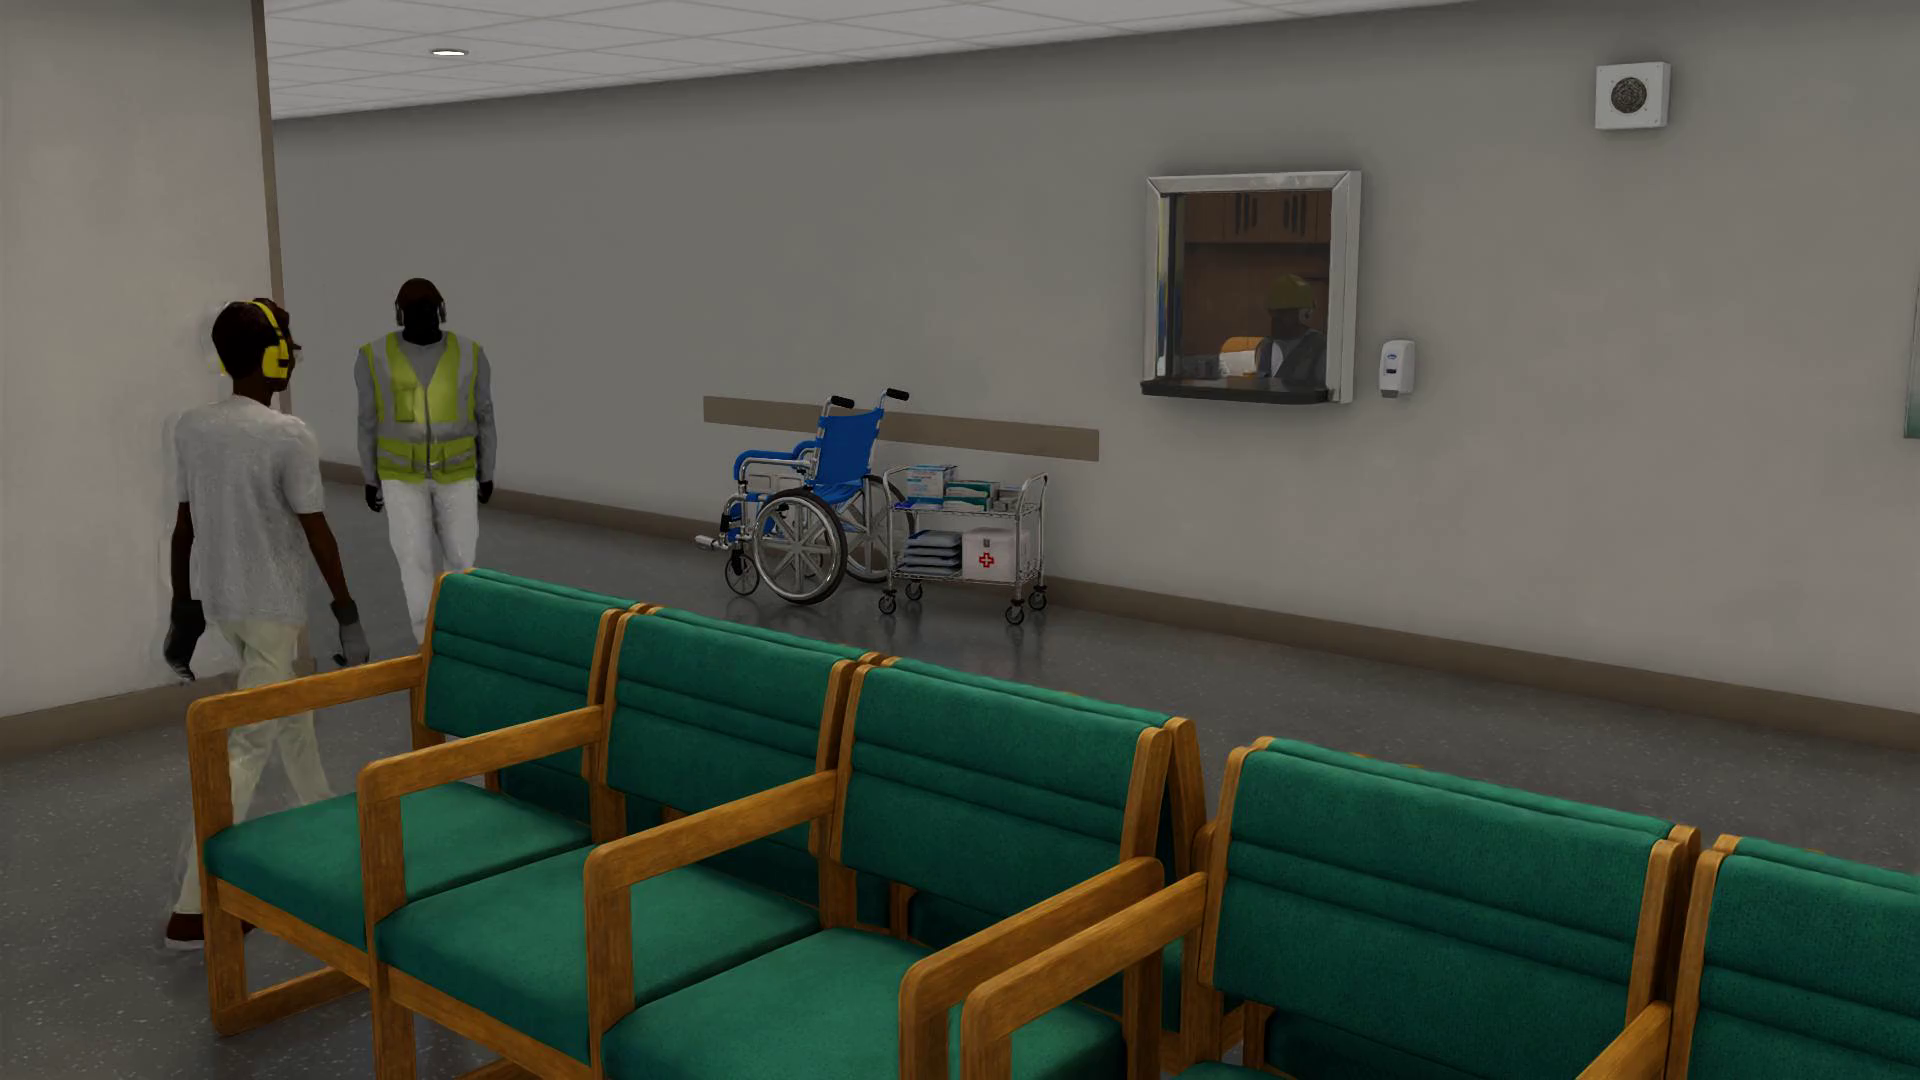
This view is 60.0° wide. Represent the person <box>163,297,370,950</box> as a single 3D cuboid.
[{"bbox_3d":[-2.032,0.209,4.869,0.553,1.818,0.986,5,11,26],"label":"person"}]

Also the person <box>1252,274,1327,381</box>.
[{"bbox_3d":[1.766,-0.503,8.909,0.405,1.823,0.591,-6,12,-33],"label":"person"}]

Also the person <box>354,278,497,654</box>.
[{"bbox_3d":[-2.533,-0.331,7.923,0.631,1.825,0.650,-4,11,-20],"label":"person"}]
